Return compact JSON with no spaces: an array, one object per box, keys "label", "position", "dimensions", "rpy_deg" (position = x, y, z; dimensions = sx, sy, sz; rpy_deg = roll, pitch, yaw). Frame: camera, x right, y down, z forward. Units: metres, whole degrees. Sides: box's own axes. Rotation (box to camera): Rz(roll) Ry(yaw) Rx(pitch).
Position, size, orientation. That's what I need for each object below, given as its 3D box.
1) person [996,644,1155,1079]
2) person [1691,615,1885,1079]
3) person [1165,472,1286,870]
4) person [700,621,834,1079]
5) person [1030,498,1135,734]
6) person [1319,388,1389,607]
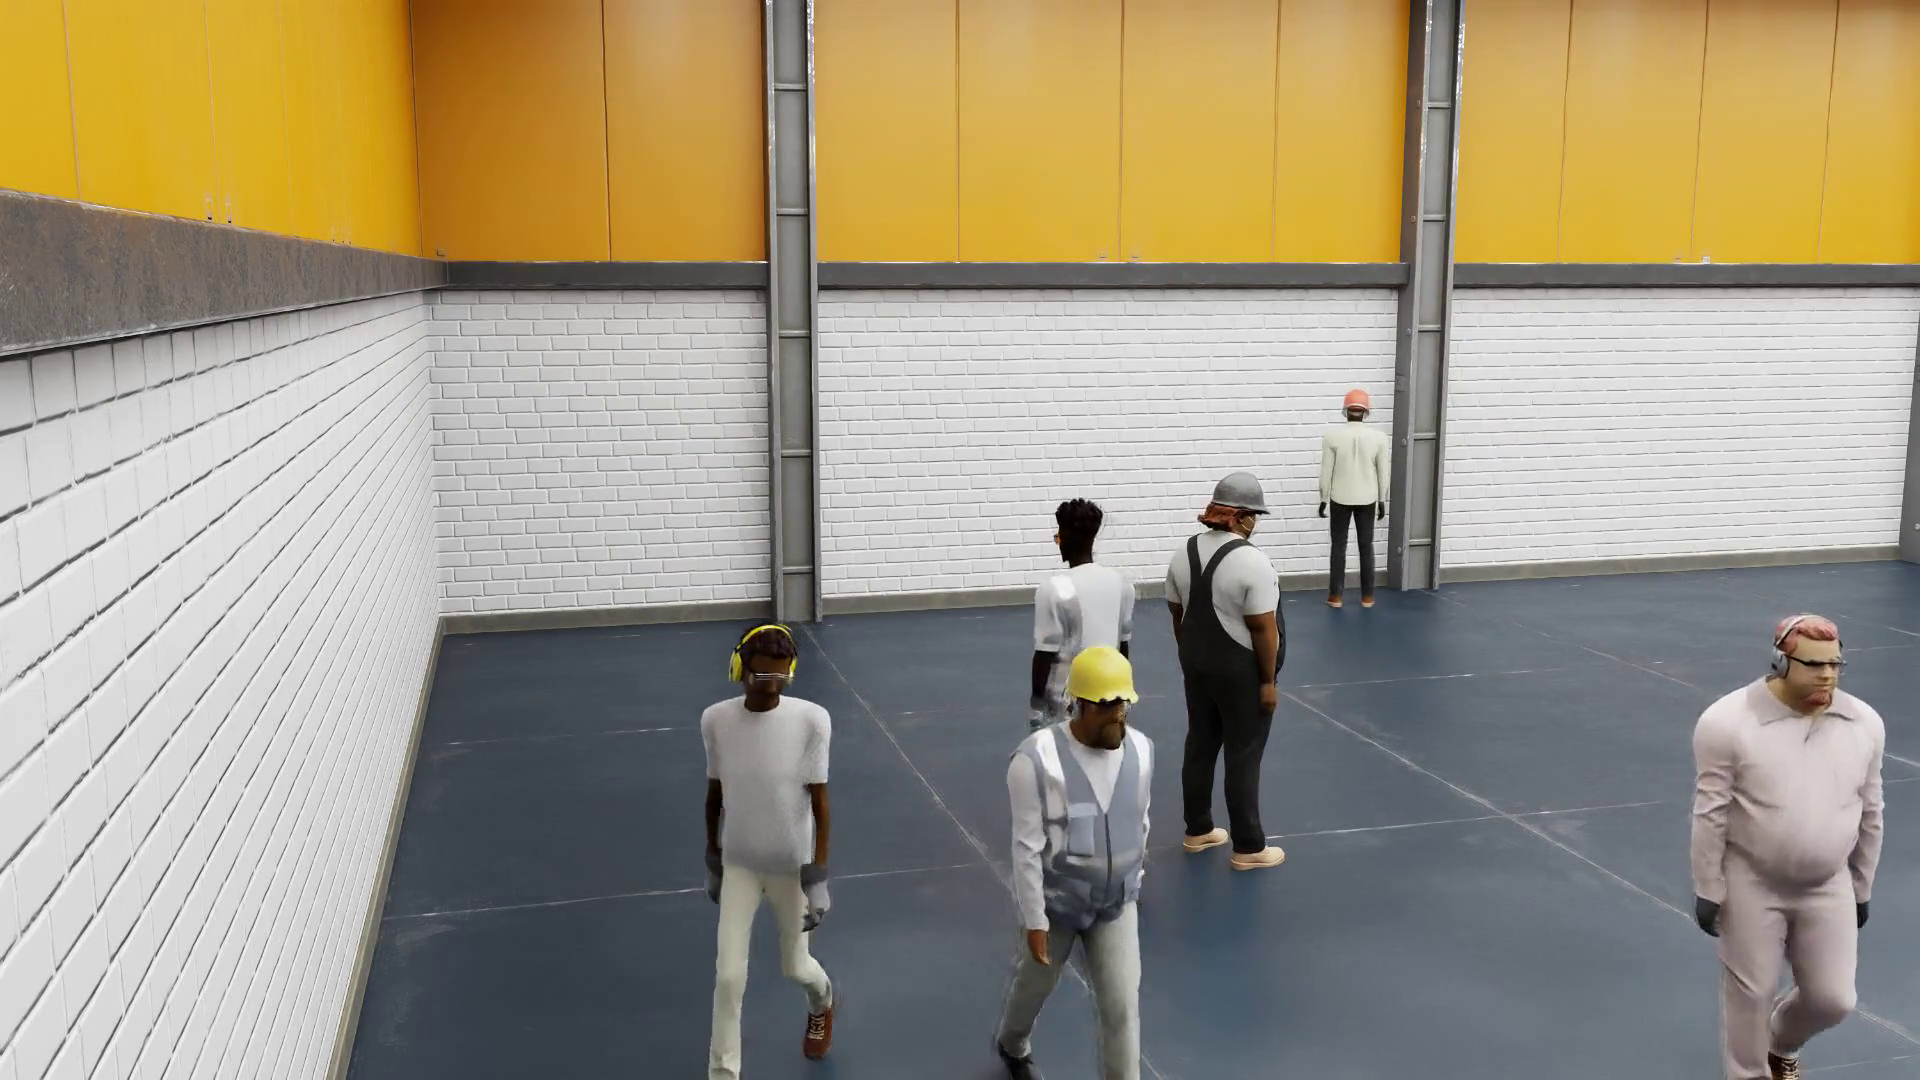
[{"label":"person","position":[0.401,1.211,5.859],"dimensions":[0.572,1.792,0.924],"rpy_deg":[-4,10,-21]},{"label":"person","position":[2.851,1.176,5.770],"dimensions":[0.644,1.893,0.472],"rpy_deg":[1,9,5]},{"label":"person","position":[1.418,0.649,8.568],"dimensions":[0.535,2.000,0.673],"rpy_deg":[-7,11,-36]},{"label":"person","position":[-0.689,1.164,6.055],"dimensions":[0.535,1.832,0.801],"rpy_deg":[1,9,9]},{"label":"person","position":[0.632,0.760,8.214],"dimensions":[0.610,1.941,0.831],"rpy_deg":[-7,12,-38]},{"label":"person","position":[3.574,-0.378,15.124],"dimensions":[0.621,1.992,0.394],"rpy_deg":[1,9,4]}]
